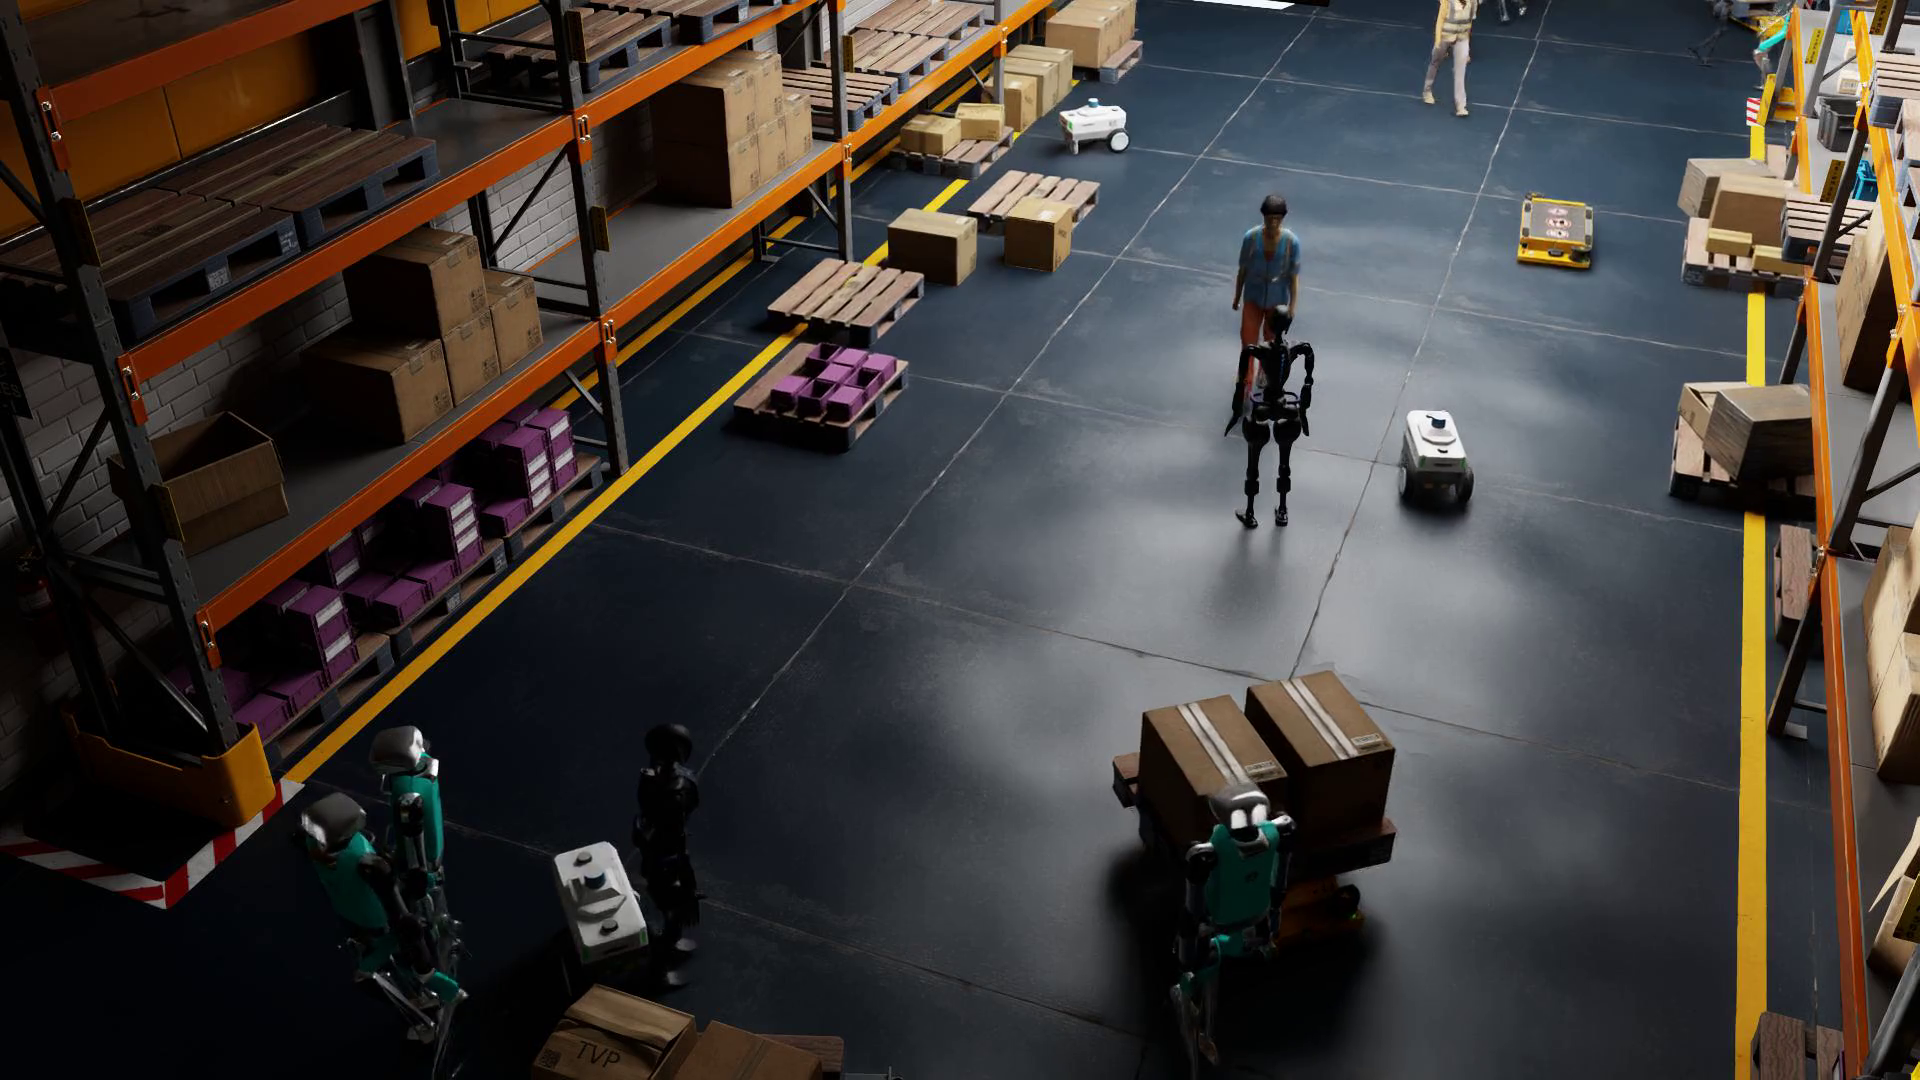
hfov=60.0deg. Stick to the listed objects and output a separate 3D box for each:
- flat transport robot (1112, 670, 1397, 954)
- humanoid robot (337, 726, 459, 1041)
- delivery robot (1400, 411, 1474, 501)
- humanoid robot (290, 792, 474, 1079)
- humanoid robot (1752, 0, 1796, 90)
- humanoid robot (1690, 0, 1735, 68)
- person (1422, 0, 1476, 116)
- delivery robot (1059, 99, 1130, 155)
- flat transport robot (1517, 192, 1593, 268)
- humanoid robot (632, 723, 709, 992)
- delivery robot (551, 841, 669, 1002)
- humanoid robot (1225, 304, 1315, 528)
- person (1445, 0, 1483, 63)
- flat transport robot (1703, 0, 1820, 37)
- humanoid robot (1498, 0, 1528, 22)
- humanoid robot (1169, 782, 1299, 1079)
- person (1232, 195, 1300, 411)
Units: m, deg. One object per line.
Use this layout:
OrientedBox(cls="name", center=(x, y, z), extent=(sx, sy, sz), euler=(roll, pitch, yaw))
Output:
OrientedBox(cls="flat transport robot", center=(1.563, 1.628, 9.072), extent=(0.659, 0.231, 1.431), euler=(-10, 34, -15))
OrientedBox(cls="humanoid robot", center=(-2.651, 1.611, 7.677), extent=(0.691, 1.723, 0.530), euler=(-6, 33, -9))
OrientedBox(cls="delivery robot", center=(3.513, -0.638, 12.330), extent=(0.499, 0.611, 0.809), euler=(2, 33, 3))
OrientedBox(cls="humanoid robot", center=(-2.470, 1.737, 7.583), extent=(0.530, 1.796, 0.798), euler=(17, 37, 25))
OrientedBox(cls="humanoid robot", center=(9.797, -6.229, 19.873), extent=(0.669, 1.787, 0.538), euler=(8, 34, 13))
OrientedBox(cls="humanoid robot", center=(9.498, -6.735, 20.716), extent=(0.397, 1.641, 0.612), euler=(11, 34, 17))
OrientedBox(cls="person", center=(5.720, -5.834, 19.273), extent=(0.508, 1.720, 0.938), euler=(-6, 33, -9))
OrientedBox(cls="delivery robot", center=(1.497, -4.579, 18.432), extent=(0.785, 0.614, 0.505), euler=(-11, 34, -16))
OrientedBox(cls="flat transport robot", center=(5.835, -3.038, 16.293), extent=(0.659, 0.231, 1.431), euler=(10, 34, 15))
OrientedBox(cls="humanoid robot", center=(-1.417, 1.515, 7.954), extent=(0.380, 1.636, 0.607), euler=(-11, 35, -17))
OrientedBox(cls="delivery robot", center=(-1.792, 1.909, 8.385), extent=(0.522, 0.607, 0.778), euler=(-14, 35, -20))
OrientedBox(cls="humanoid robot", center=(2.168, -0.869, 11.626), extent=(0.599, 1.657, 0.315), euler=(-2, 33, -4))
OrientedBox(cls="person", center=(6.323, -6.850, 20.885), extent=(0.535, 1.691, 0.319), euler=(20, 38, 28))
OrientedBox(cls="flat transport robot", center=(10.882, -7.151, 22.659), extent=(0.659, 0.231, 1.431), euler=(-5, 33, -8))
OrientedBox(cls="humanoid robot", center=(7.477, -7.806, 22.308), extent=(0.536, 1.731, 0.941), euler=(21, 39, 30))
OrientedBox(cls="humanoid robot", center=(1.130, 1.761, 7.573), extent=(0.550, 1.863, 0.671), euler=(-13, 35, -20))
OrientedBox(cls="person", center=(2.414, -1.887, 13.172), extent=(0.492, 1.716, 0.915), euler=(6, 33, 10))
